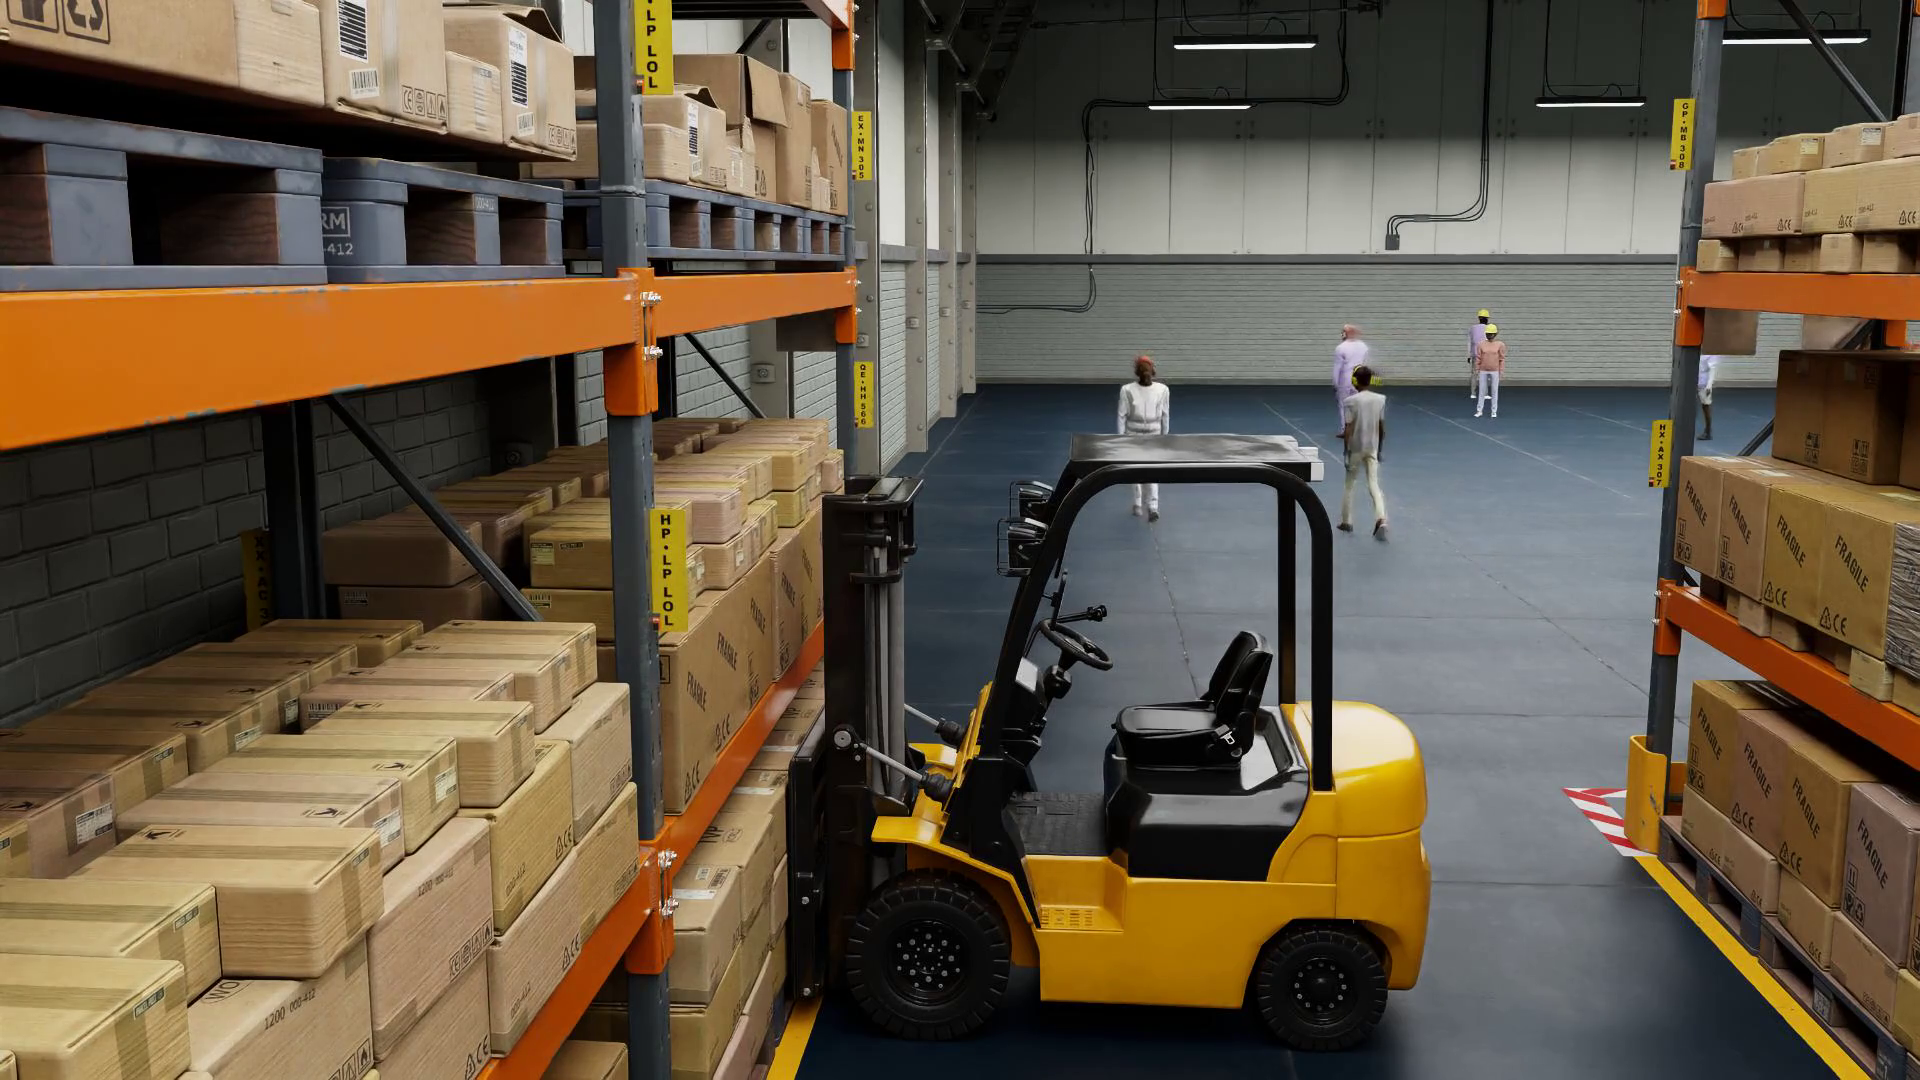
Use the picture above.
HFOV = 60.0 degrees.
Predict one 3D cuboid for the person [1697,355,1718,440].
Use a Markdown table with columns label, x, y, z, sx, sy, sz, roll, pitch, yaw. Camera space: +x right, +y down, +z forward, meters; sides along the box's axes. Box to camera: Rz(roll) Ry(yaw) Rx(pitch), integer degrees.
| label | x | y | z | sx | sy | sz | roll | pitch | yaw |
| --- | --- | --- | --- | --- | --- | --- | --- | --- | --- |
| person | 11.997 | -2.537 | 27.076 | 0.994 | 1.881 | 0.573 | -6 | 11 | -31 |

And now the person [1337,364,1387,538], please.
| label | x | y | z | sx | sy | sz | roll | pitch | yaw |
| --- | --- | --- | --- | --- | --- | --- | --- | --- | --- |
| person | 4.300 | -0.944 | 17.615 | 0.521 | 1.836 | 0.918 | -1 | 9 | -7 |

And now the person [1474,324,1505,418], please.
| label | x | y | z | sx | sy | sz | roll | pitch | yaw |
| --- | --- | --- | --- | --- | --- | --- | --- | --- | --- |
| person | 10.004 | -3.189 | 31.403 | 0.526 | 1.765 | 0.330 | 5 | 11 | 28 |

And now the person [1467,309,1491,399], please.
| label | x | y | z | sx | sy | sz | roll | pitch | yaw |
| --- | --- | --- | --- | --- | --- | --- | --- | --- | --- |
| person | 11.195 | -3.985 | 35.751 | 0.588 | 1.923 | 0.383 | 7 | 12 | 38 |

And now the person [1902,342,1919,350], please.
| label | x | y | z | sx | sy | sz | roll | pitch | yaw |
| --- | --- | --- | --- | --- | --- | --- | --- | --- | --- |
| person | 12.916 | -1.802 | 22.824 | 1.029 | 1.836 | 0.576 | 6 | 11 | 31 |

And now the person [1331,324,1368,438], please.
| label | x | y | z | sx | sy | sz | roll | pitch | yaw |
| --- | --- | --- | --- | --- | --- | --- | --- | --- | --- |
| person | 6.425 | -2.625 | 27.608 | 0.666 | 1.891 | 0.427 | -5 | 11 | -27 |

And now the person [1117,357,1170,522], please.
| label | x | y | z | sx | sy | sz | roll | pitch | yaw |
| --- | --- | --- | --- | --- | --- | --- | --- | --- | --- |
| person | 2.071 | -1.135 | 18.738 | 0.587 | 1.825 | 1.007 | 0 | 9 | 2 |
